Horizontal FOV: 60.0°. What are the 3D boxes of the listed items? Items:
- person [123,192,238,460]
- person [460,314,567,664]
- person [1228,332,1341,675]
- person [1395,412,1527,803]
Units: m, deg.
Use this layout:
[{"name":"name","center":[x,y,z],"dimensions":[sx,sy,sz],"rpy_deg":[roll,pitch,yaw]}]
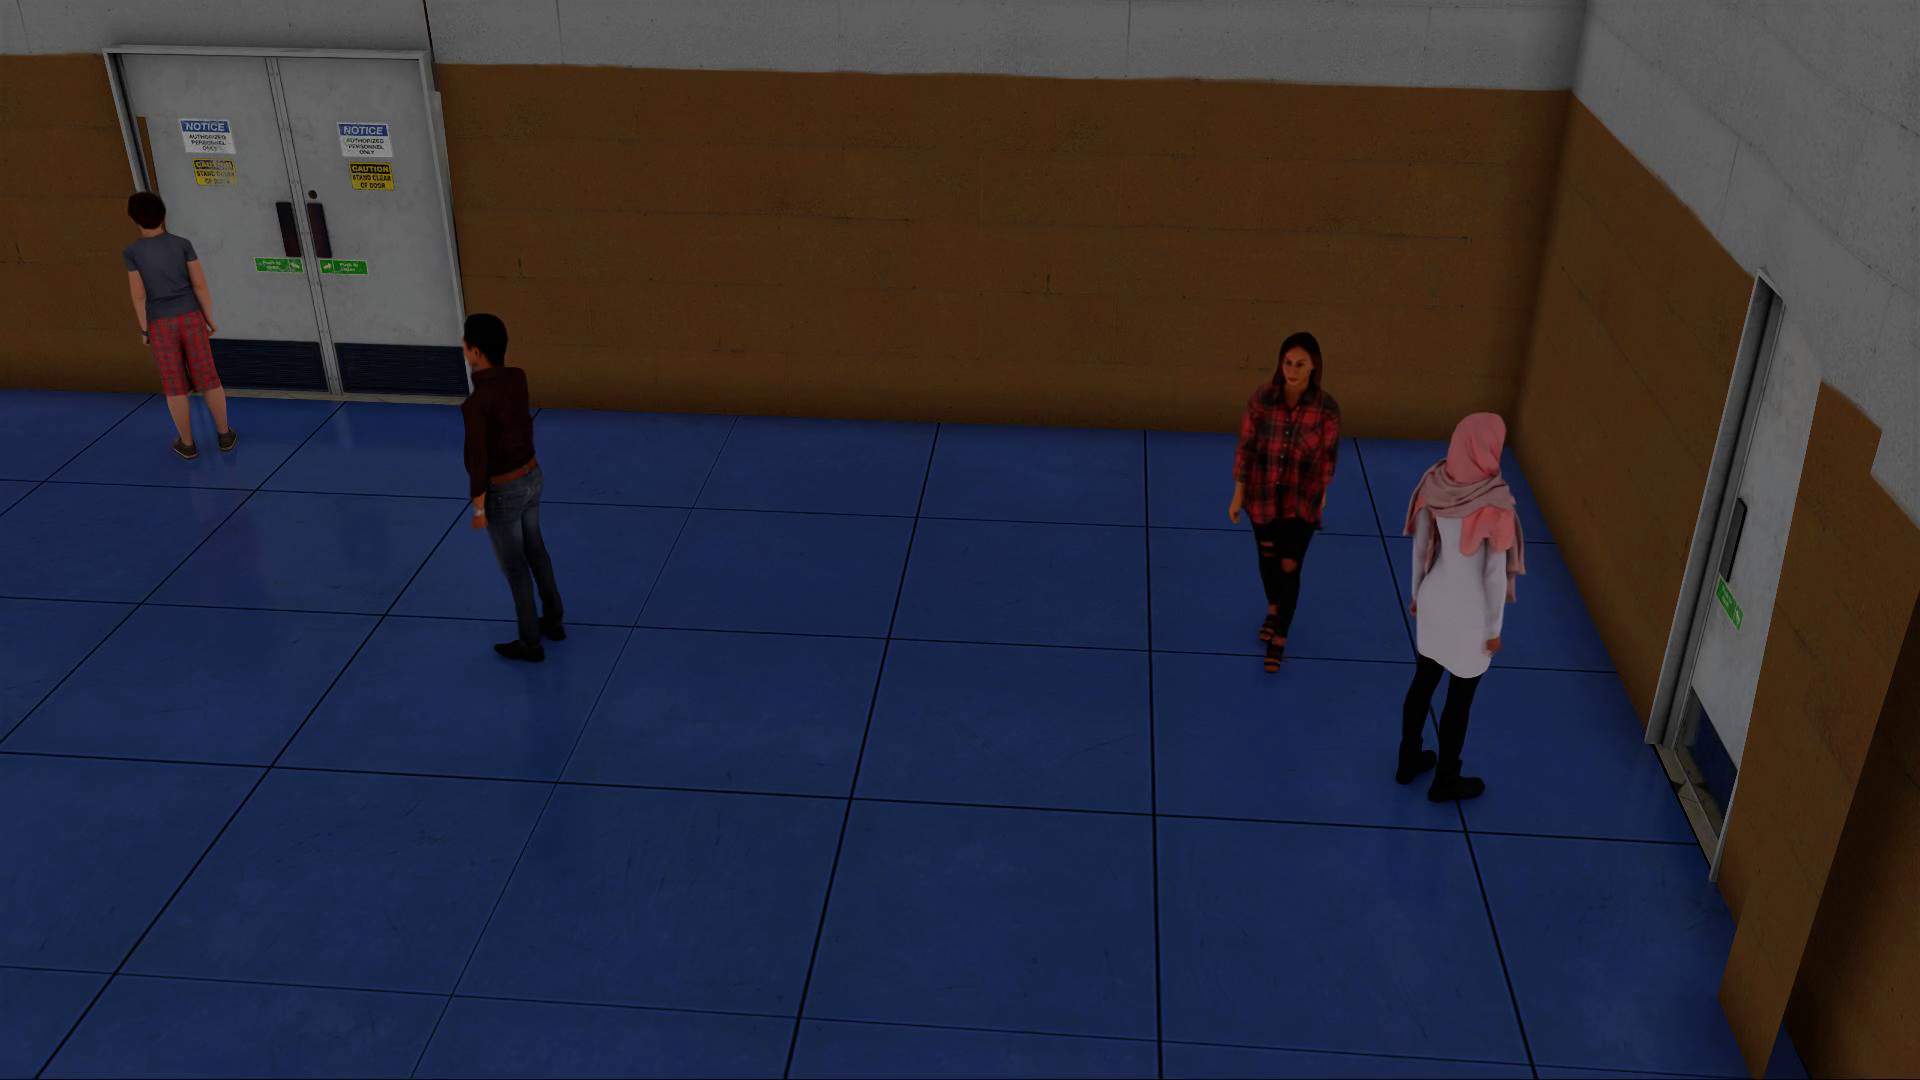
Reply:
[{"name":"person","center":[-4.749,-1.301,10.078],"dimensions":[0.664,1.651,0.697],"rpy_deg":[-16,32,-27]},{"name":"person","center":[-2.157,-0.245,8.026],"dimensions":[0.745,1.778,0.523],"rpy_deg":[8,30,15]},{"name":"person","center":[1.590,-0.241,8.118],"dimensions":[0.757,1.681,0.876],"rpy_deg":[13,31,22]},{"name":"person","center":[2.088,0.295,7.011],"dimensions":[0.791,1.803,0.708],"rpy_deg":[-16,33,-27]}]
